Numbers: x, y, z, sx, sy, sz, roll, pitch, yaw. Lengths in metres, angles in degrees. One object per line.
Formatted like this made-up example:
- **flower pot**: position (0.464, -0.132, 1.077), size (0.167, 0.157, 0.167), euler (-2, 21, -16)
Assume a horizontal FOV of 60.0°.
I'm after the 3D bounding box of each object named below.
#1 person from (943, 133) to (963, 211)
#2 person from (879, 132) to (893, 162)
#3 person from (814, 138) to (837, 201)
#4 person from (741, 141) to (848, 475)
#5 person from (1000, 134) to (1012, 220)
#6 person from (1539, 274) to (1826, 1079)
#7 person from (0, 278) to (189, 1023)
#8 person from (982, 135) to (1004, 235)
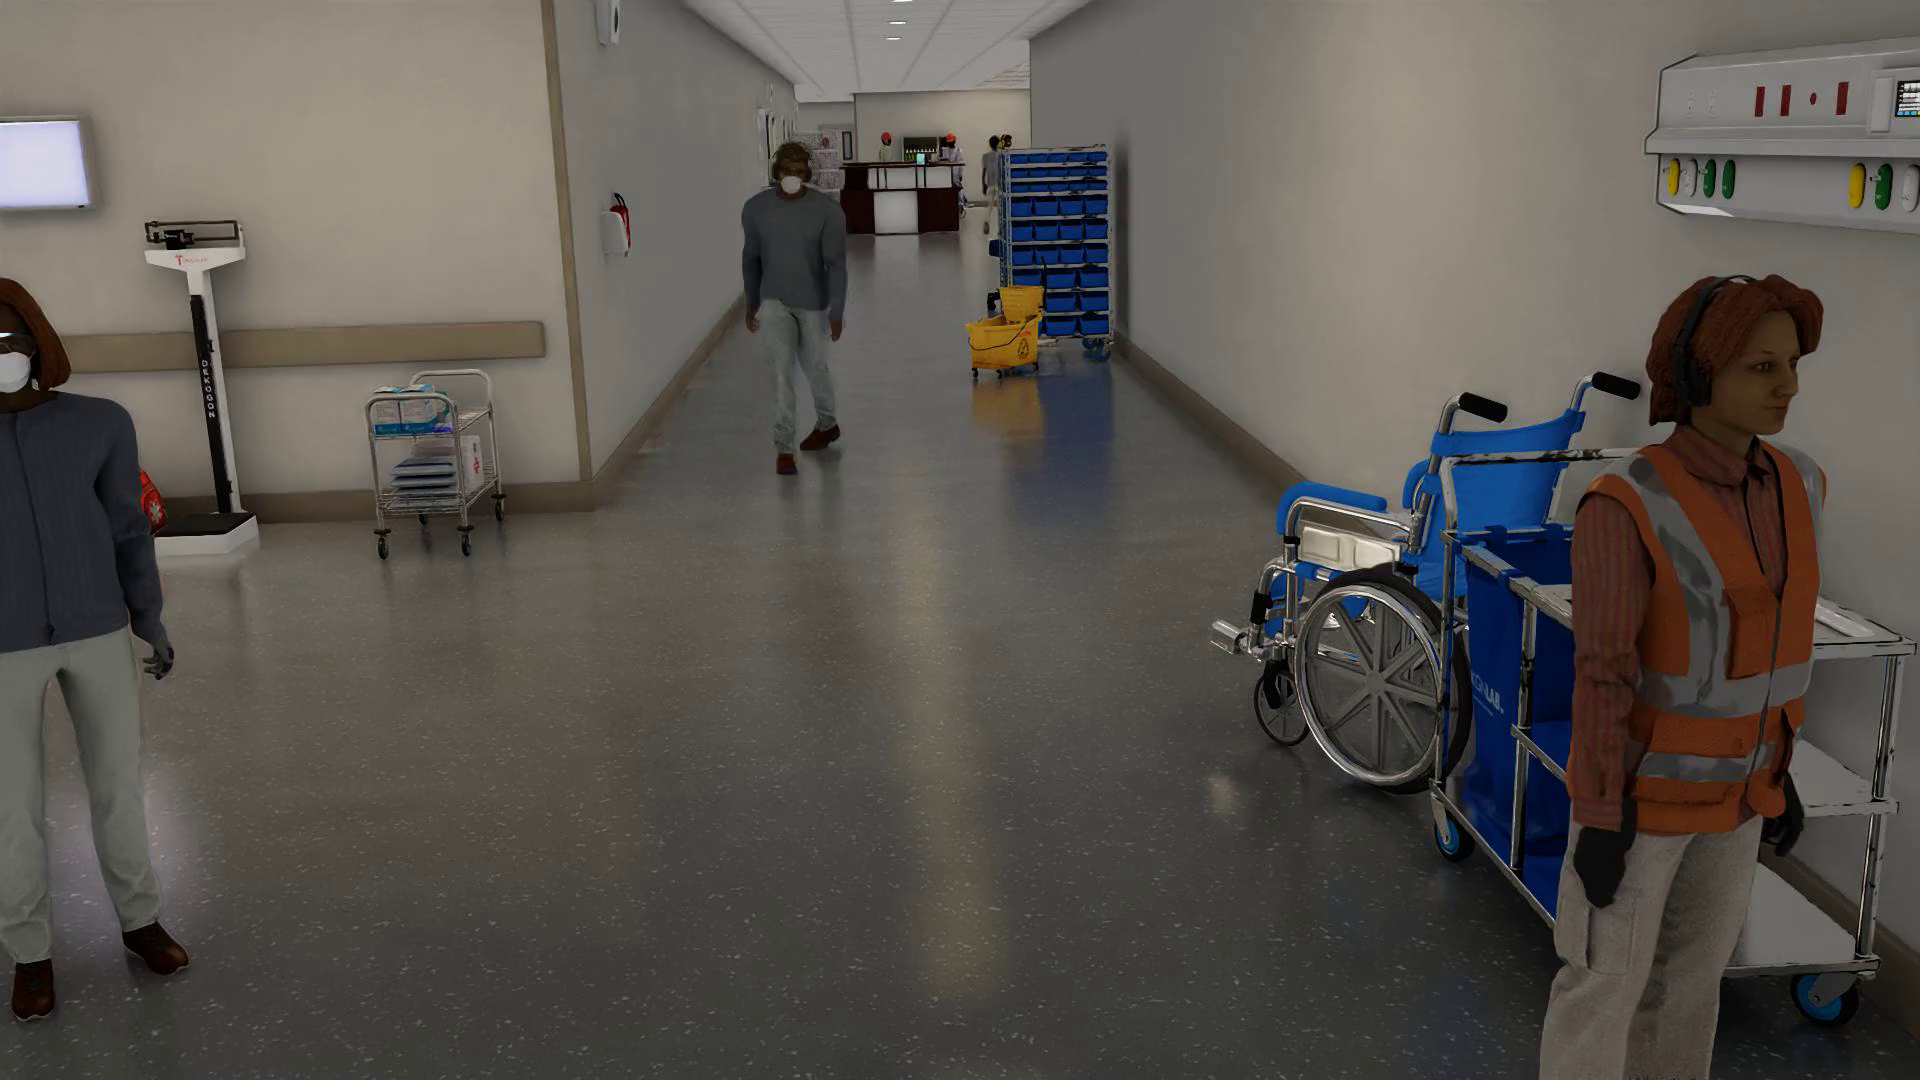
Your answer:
- **person**: position (-0.183, -8.941, 40.588), size (0.545, 1.929, 0.390), euler (5, 15, 27)
- **person**: position (-1.751, -8.775, 39.952), size (0.382, 1.995, 0.612), euler (-7, 15, -19)
- **person**: position (-3.242, -8.807, 40.441), size (0.644, 1.907, 0.400), euler (-7, 15, -21)
- **person**: position (-0.945, -1.377, 9.736), size (0.656, 1.880, 1.004), euler (0, 14, 8)
- **person**: position (0.877, -6.892, 32.177), size (0.330, 1.865, 0.518), euler (-1, 14, 3)
- **person**: position (1.132, 0.408, 2.607), size (0.515, 1.641, 0.315), euler (-10, 16, -29)
- **person**: position (-2.025, 0.238, 3.695), size (0.508, 1.632, 0.271), euler (-13, 18, -40)
- **person**: position (0.686, -6.624, 31.103), size (0.551, 1.859, 0.535), euler (5, 15, 27)
